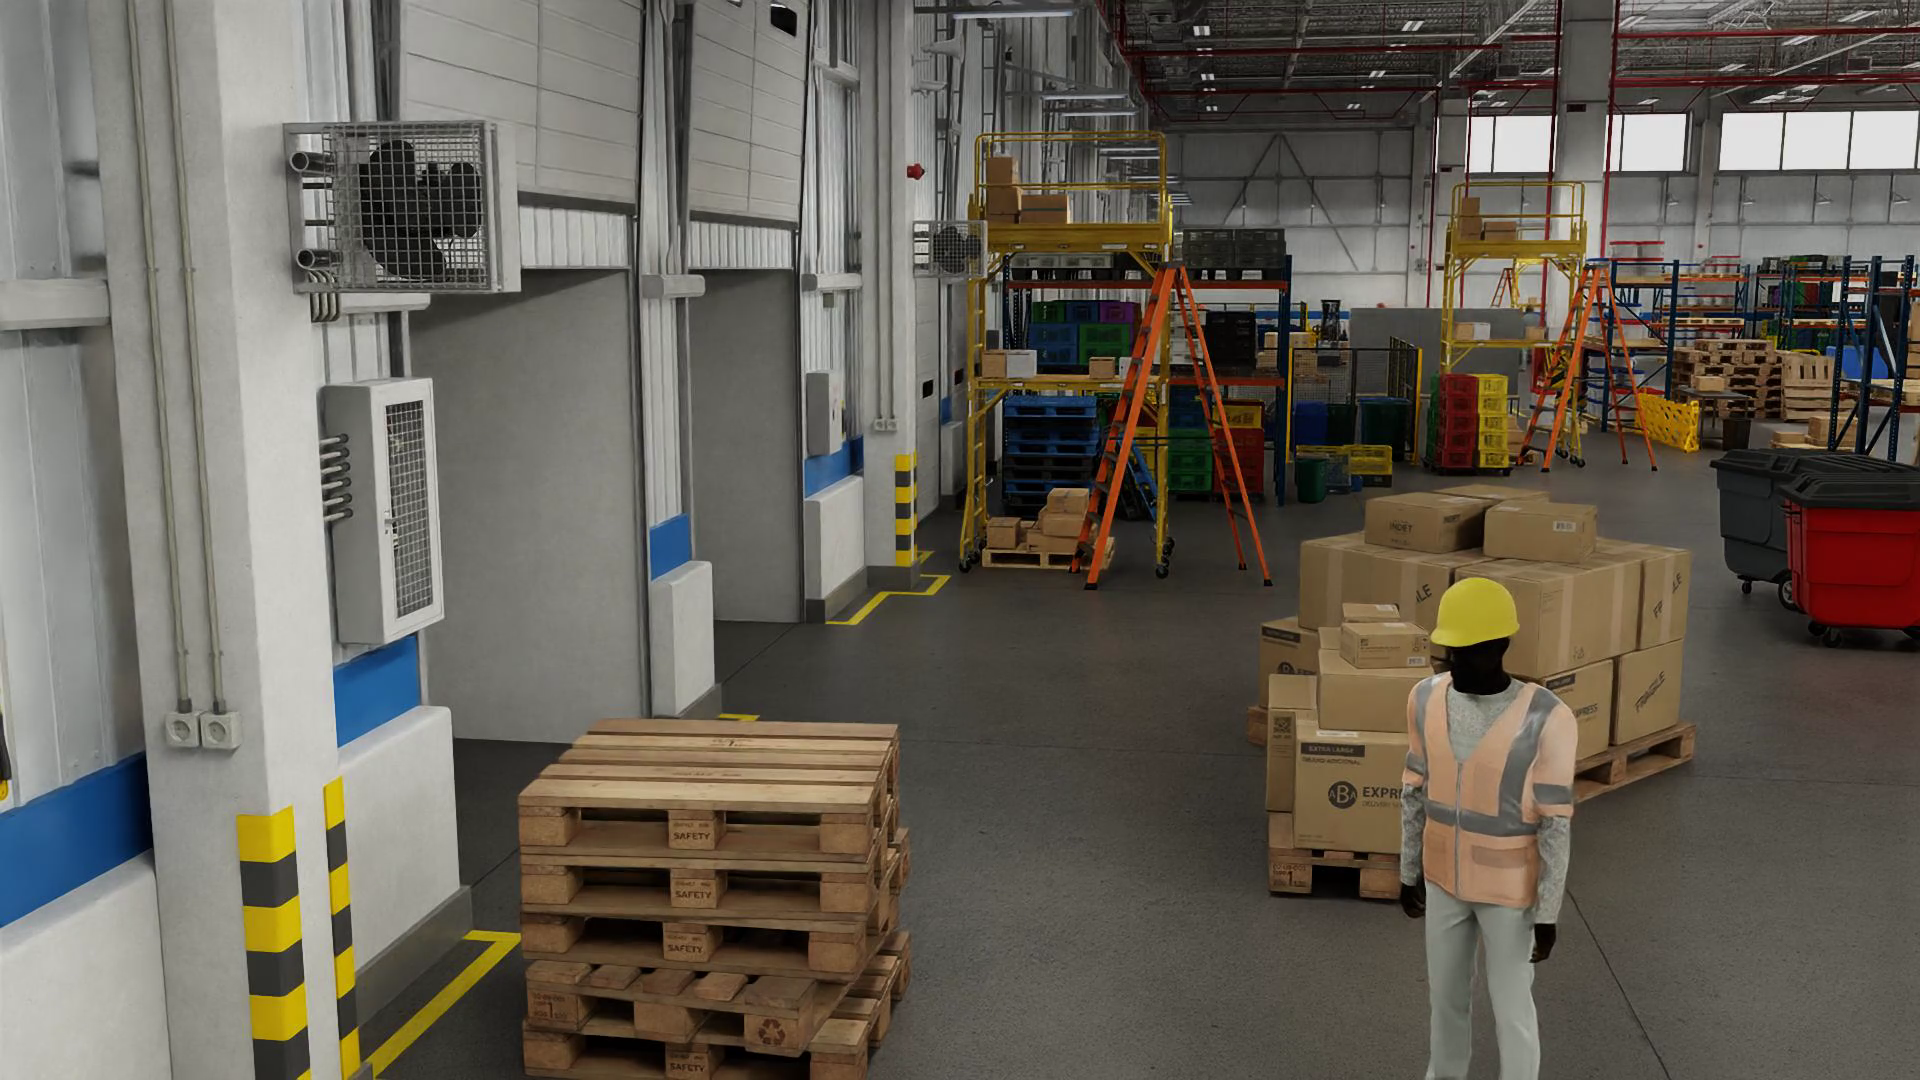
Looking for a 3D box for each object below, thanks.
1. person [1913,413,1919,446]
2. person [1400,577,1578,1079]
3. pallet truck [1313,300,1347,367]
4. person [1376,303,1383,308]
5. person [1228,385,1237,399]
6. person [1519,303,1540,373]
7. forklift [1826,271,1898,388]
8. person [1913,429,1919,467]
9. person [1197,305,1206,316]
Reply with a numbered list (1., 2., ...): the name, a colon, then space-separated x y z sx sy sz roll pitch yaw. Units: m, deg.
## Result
1. person: 15.686 -2.362 26.851 0.484 1.738 0.319 -4 10 -24
2. person: 1.611 1.058 5.208 0.399 1.918 0.587 -8 12 -40
3. pallet truck: 11.159 -6.200 49.718 0.823 1.965 1.885 4 10 26
4. person: 13.245 -6.531 52.313 0.577 1.832 0.989 -4 10 -25
5. person: 5.721 -3.603 34.834 0.315 1.634 0.516 -2 10 -15
6. person: 15.881 -5.626 46.365 0.634 1.938 0.353 -1 9 -6
7. forklift: 21.069 -4.771 38.191 1.873 2.768 1.129 1 9 9
8. person: 10.200 -0.879 17.384 0.351 1.842 0.507 -2 9 -11
9. person: 6.410 -5.315 44.484 0.543 1.929 0.387 -8 12 -42
